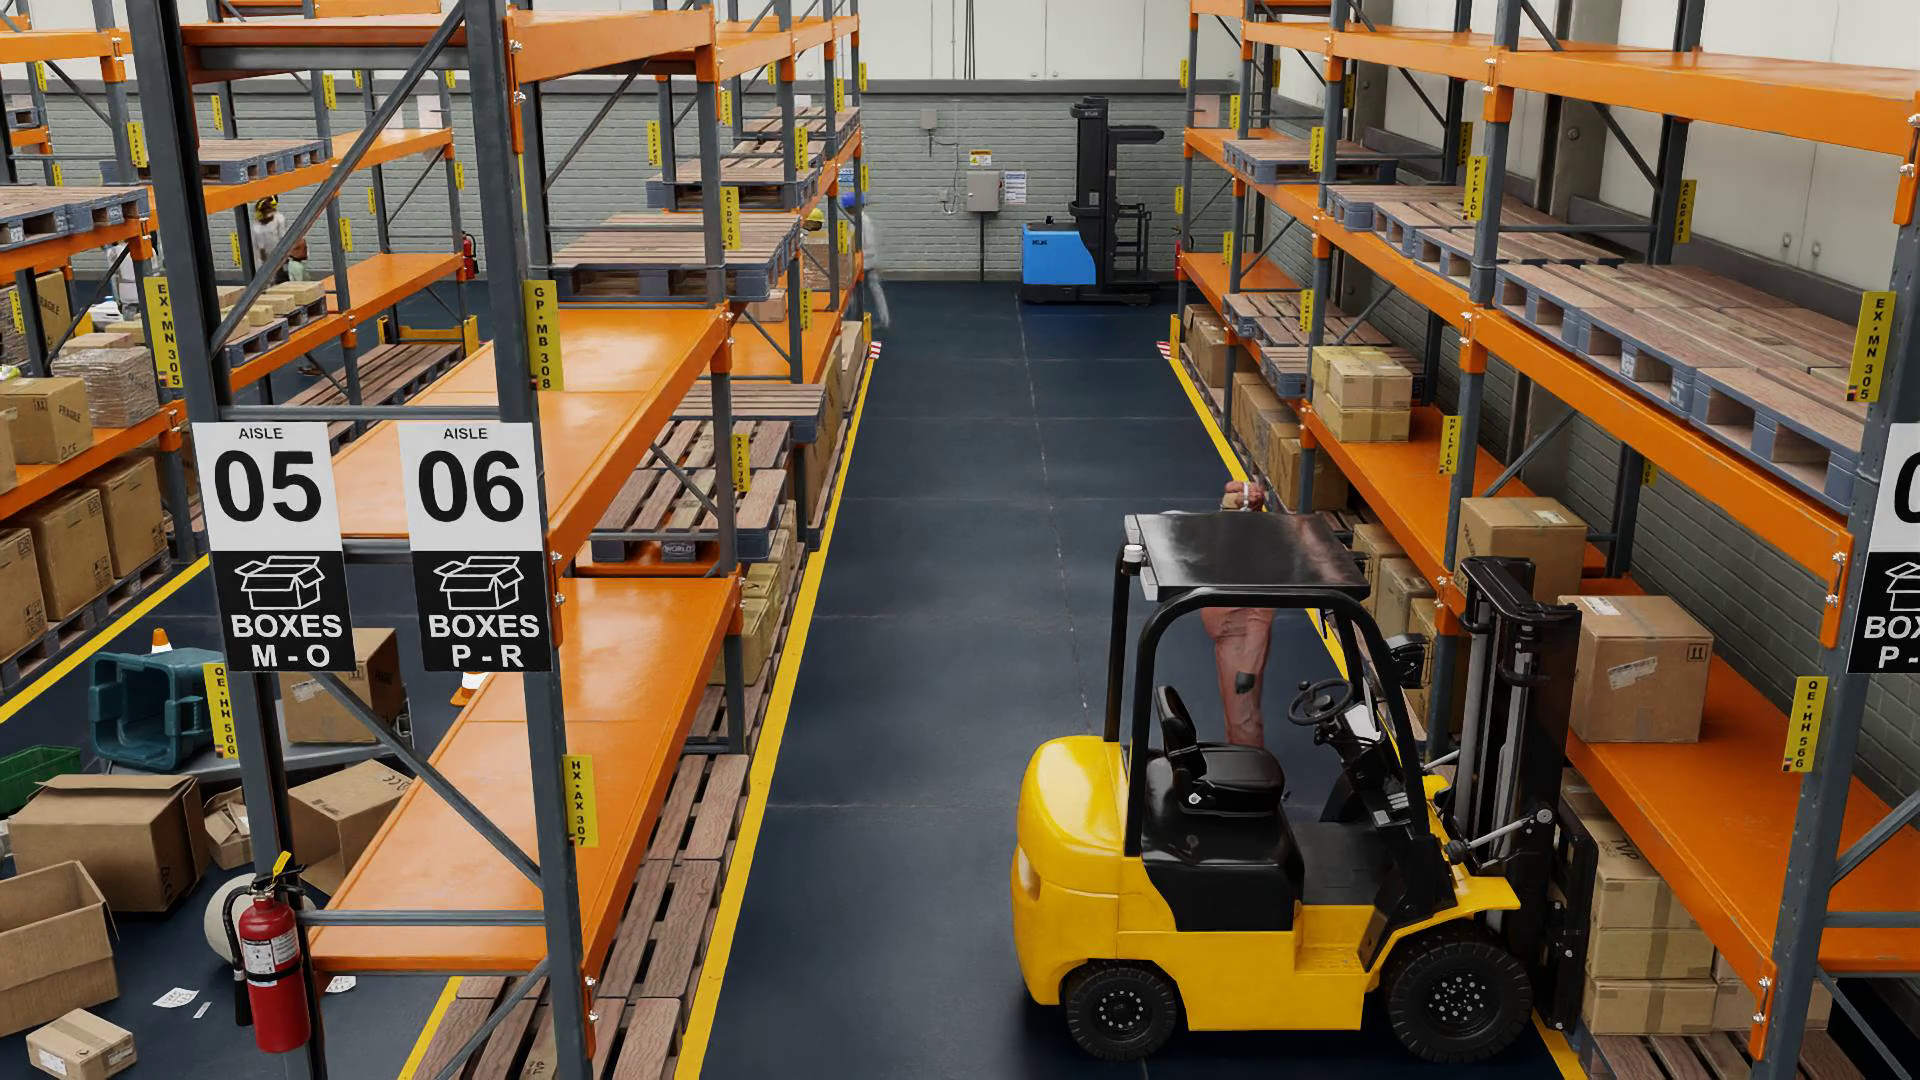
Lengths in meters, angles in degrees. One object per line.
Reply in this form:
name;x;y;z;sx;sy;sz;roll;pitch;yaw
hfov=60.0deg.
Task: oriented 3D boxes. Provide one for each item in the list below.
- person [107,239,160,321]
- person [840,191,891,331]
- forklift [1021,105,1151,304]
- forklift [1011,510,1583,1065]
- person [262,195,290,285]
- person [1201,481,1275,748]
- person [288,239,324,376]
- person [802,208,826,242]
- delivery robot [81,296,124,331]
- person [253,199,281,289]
person;-9.696;-2.861;19.640;0.545;1.931;0.381;-3;19;-10
person;-1.364;-3.735;22.355;0.954;1.879;0.695;6;19;18
forklift;1.857;-4.944;24.441;1.873;2.768;1.129;0;18;0
forklift;1.387;1.055;7.378;2.313;2.155;1.214;0;18;0
person;-9.249;-3.806;22.612;0.332;1.859;0.512;-16;24;-40
person;1.530;0.591;9.231;0.404;1.906;0.652;0;18;0
person;-7.845;-2.784;19.863;0.281;1.633;0.501;-11;21;-30
person;-1.902;-3.473;21.799;0.321;1.731;0.490;-1;18;-2
delivery robot;-11.216;-2.981;22.003;0.707;0.478;0.477;2;18;7
person;-9.037;-3.538;21.805;0.396;1.851;0.619;-5;19;-14
